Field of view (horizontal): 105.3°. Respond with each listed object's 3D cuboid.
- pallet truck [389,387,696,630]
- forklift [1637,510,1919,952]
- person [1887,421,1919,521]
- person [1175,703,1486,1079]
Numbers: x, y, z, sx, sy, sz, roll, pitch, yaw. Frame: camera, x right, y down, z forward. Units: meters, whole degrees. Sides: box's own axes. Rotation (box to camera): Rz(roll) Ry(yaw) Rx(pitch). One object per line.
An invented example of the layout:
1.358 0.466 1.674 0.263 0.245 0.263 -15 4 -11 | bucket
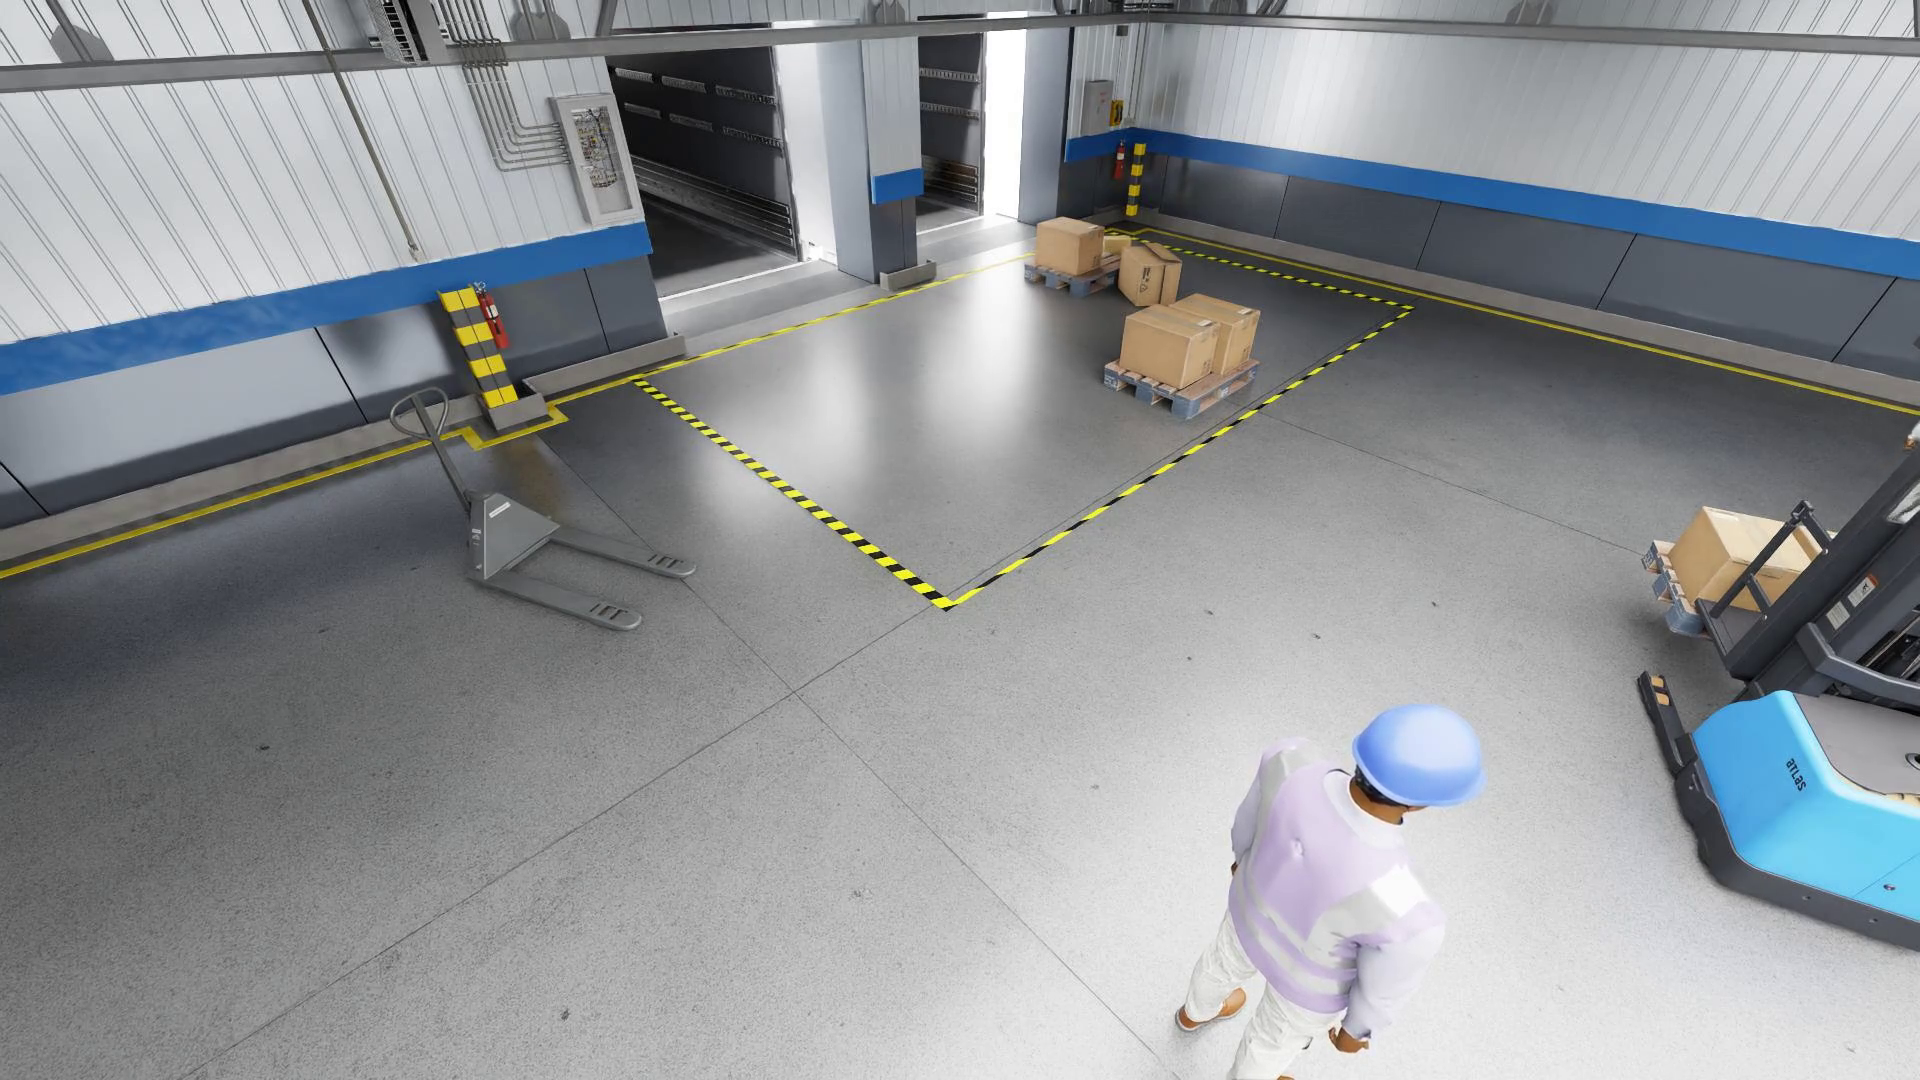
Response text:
-2.613 -0.247 4.593 1.601 1.201 0.680 14 40 17 | pallet truck
3.839 0.603 2.839 0.716 2.013 0.776 16 41 20 | forklift
6.339 -0.592 4.638 0.531 1.715 0.499 -15 40 -19 | person
1.017 1.164 2.187 0.399 1.945 0.613 -10 39 -13 | person
